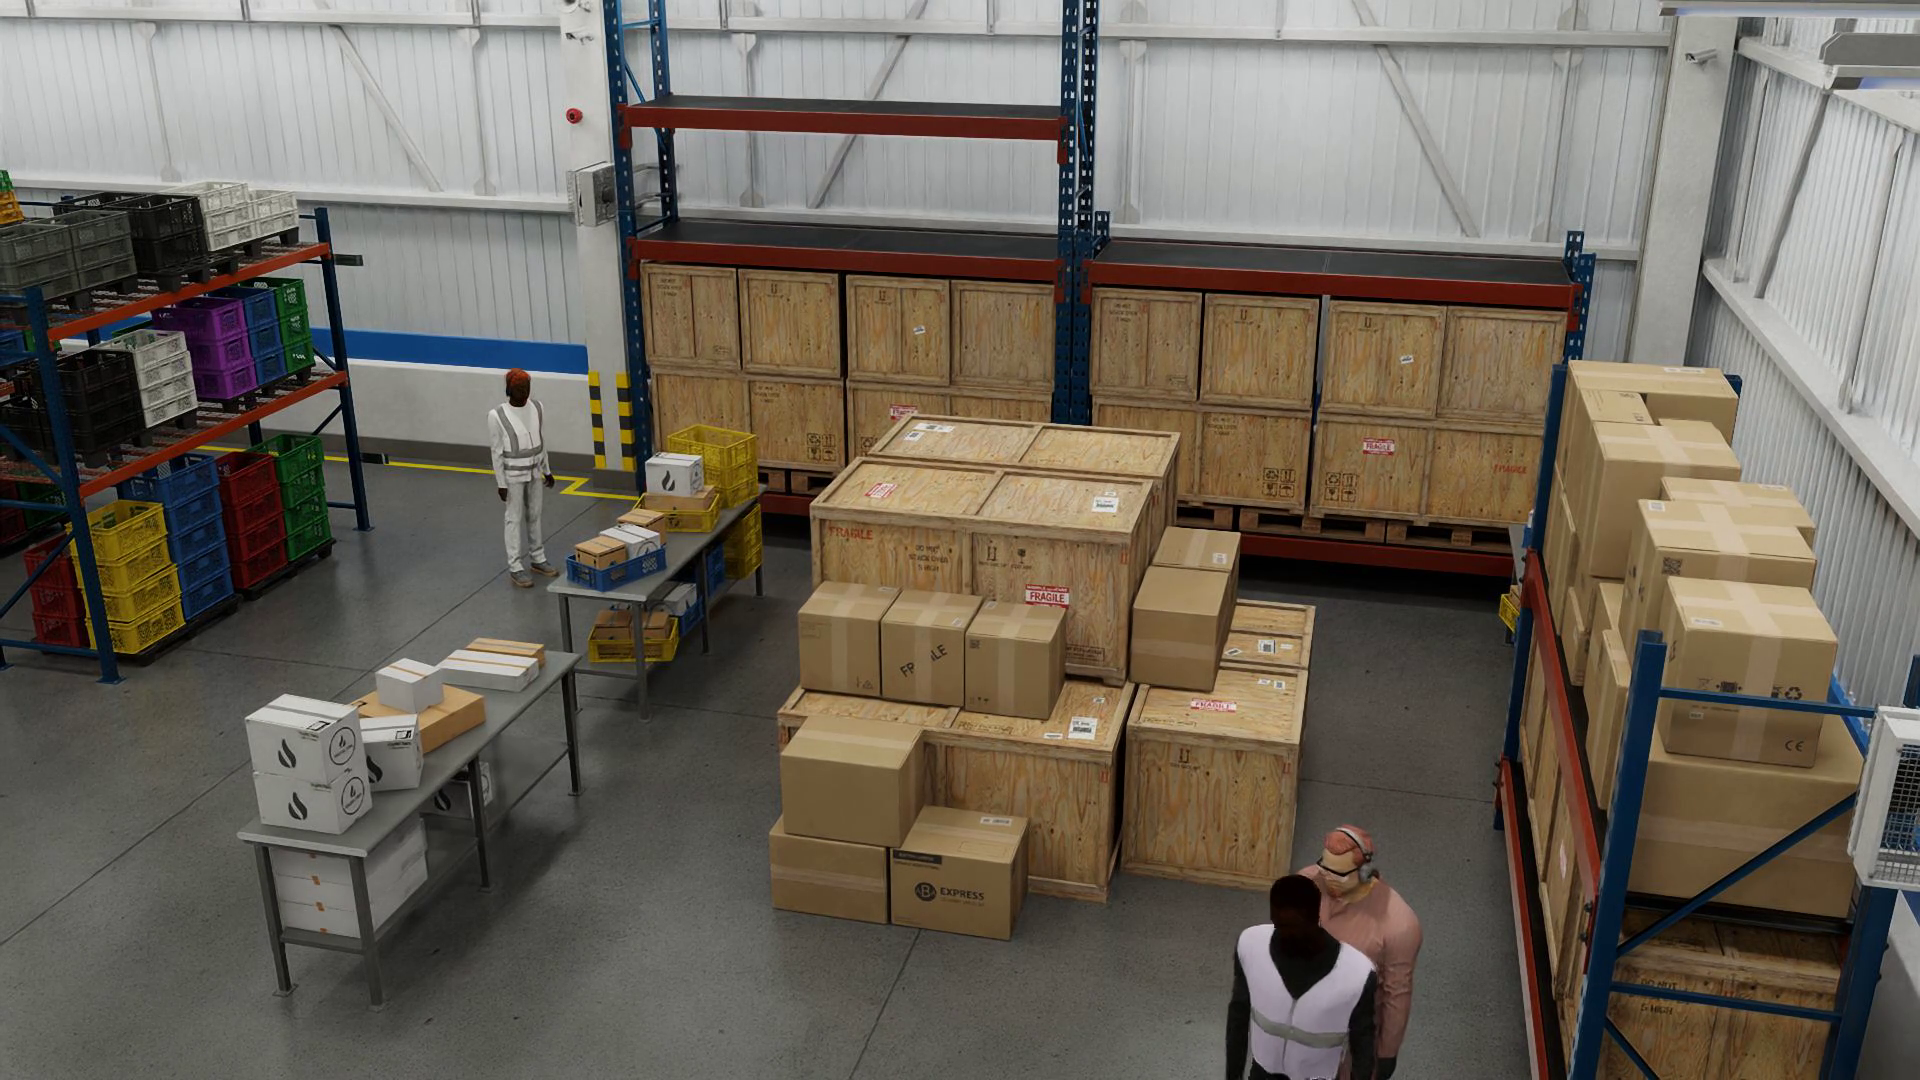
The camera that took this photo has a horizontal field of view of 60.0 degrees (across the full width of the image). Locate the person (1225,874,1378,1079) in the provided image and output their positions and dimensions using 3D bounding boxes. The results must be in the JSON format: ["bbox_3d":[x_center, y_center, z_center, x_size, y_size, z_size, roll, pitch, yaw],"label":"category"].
[{"bbox_3d":[1.401,2.226,6.927,0.625,1.903,0.423,9,23,23],"label":"person"}]

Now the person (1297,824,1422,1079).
[{"bbox_3d":[1.646,2.091,7.286,0.398,1.896,0.650,-19,28,-40],"label":"person"}]

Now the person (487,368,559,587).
[{"bbox_3d":[-3.724,-0.551,14.201,0.354,1.887,0.573,14,25,32],"label":"person"}]
